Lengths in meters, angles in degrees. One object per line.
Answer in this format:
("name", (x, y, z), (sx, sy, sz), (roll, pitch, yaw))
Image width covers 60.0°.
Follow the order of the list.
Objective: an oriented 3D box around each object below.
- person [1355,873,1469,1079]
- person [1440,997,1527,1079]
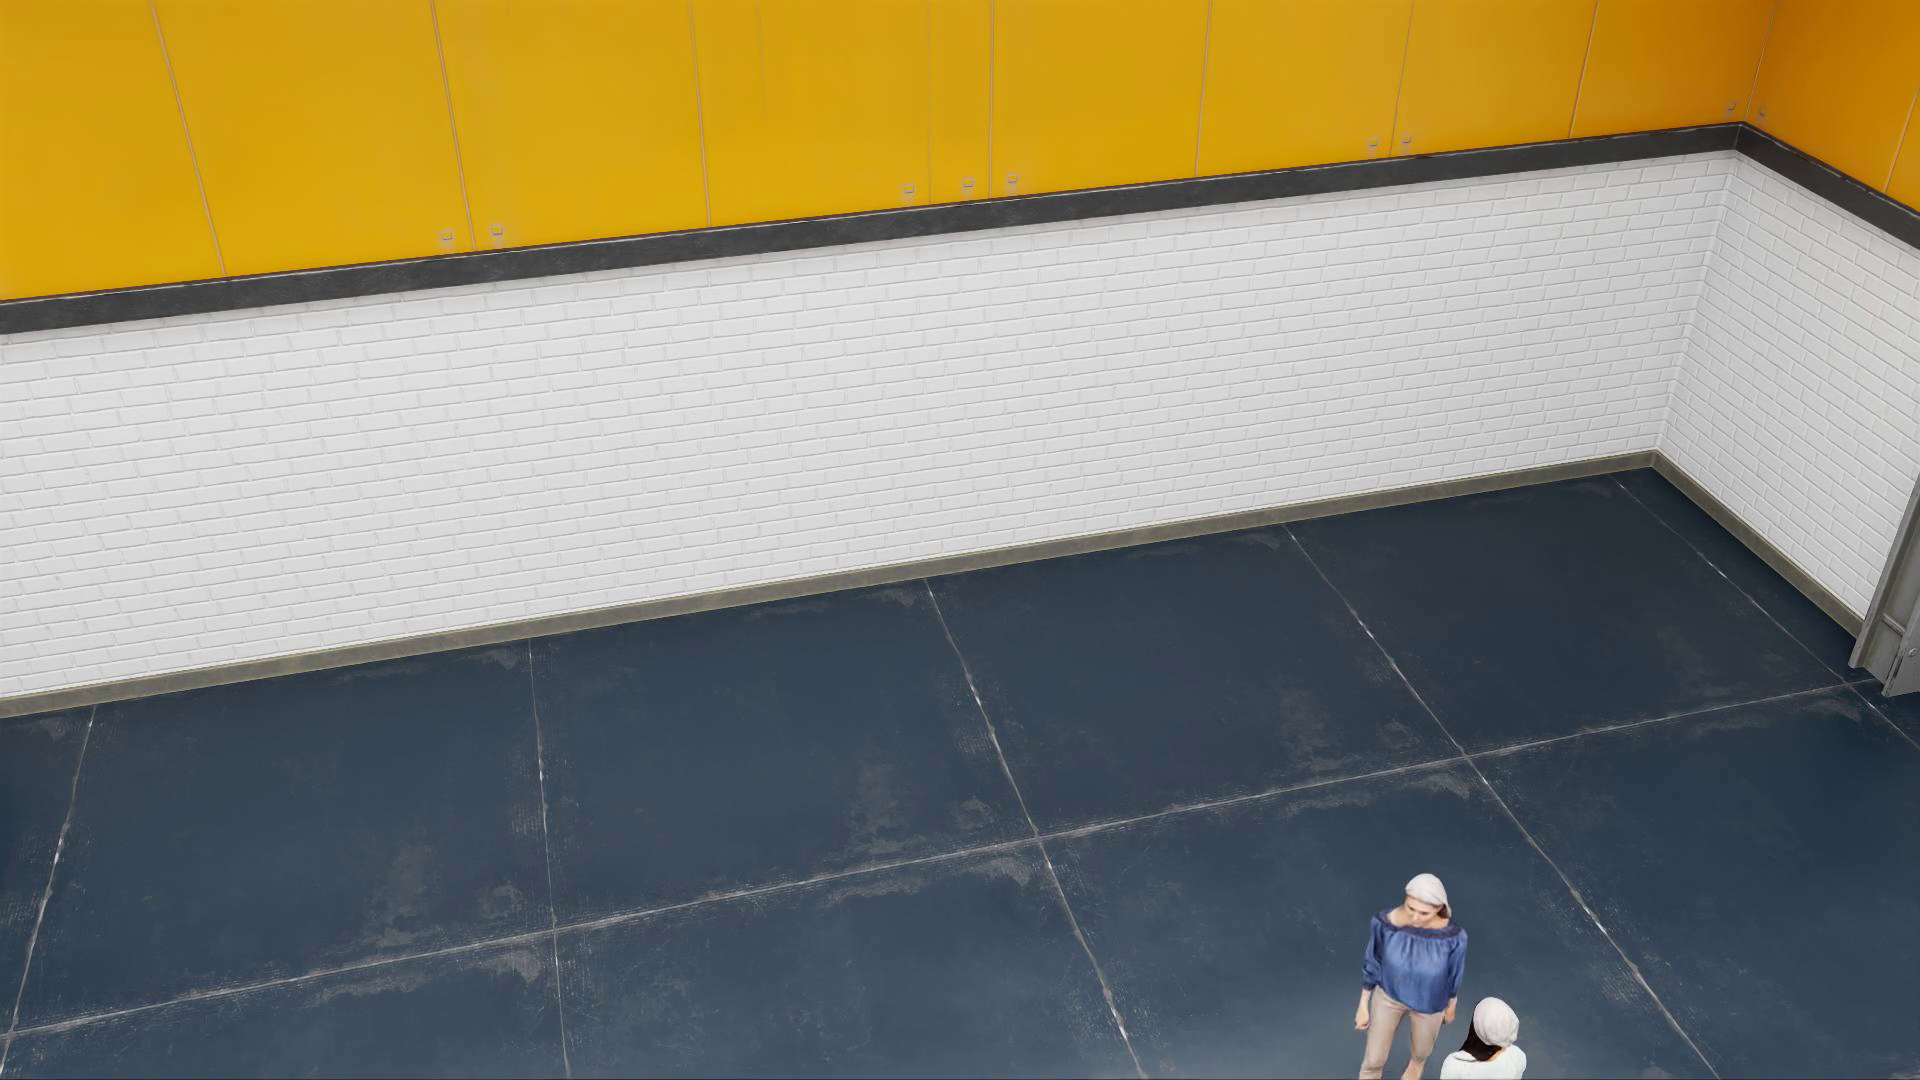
("person", (2.226, 2.322, 8.311), (0.986, 1.669, 1.089), (14, 36, 20))
("person", (2.358, 2.711, 7.749), (0.579, 1.645, 0.502), (-7, 34, -10))
